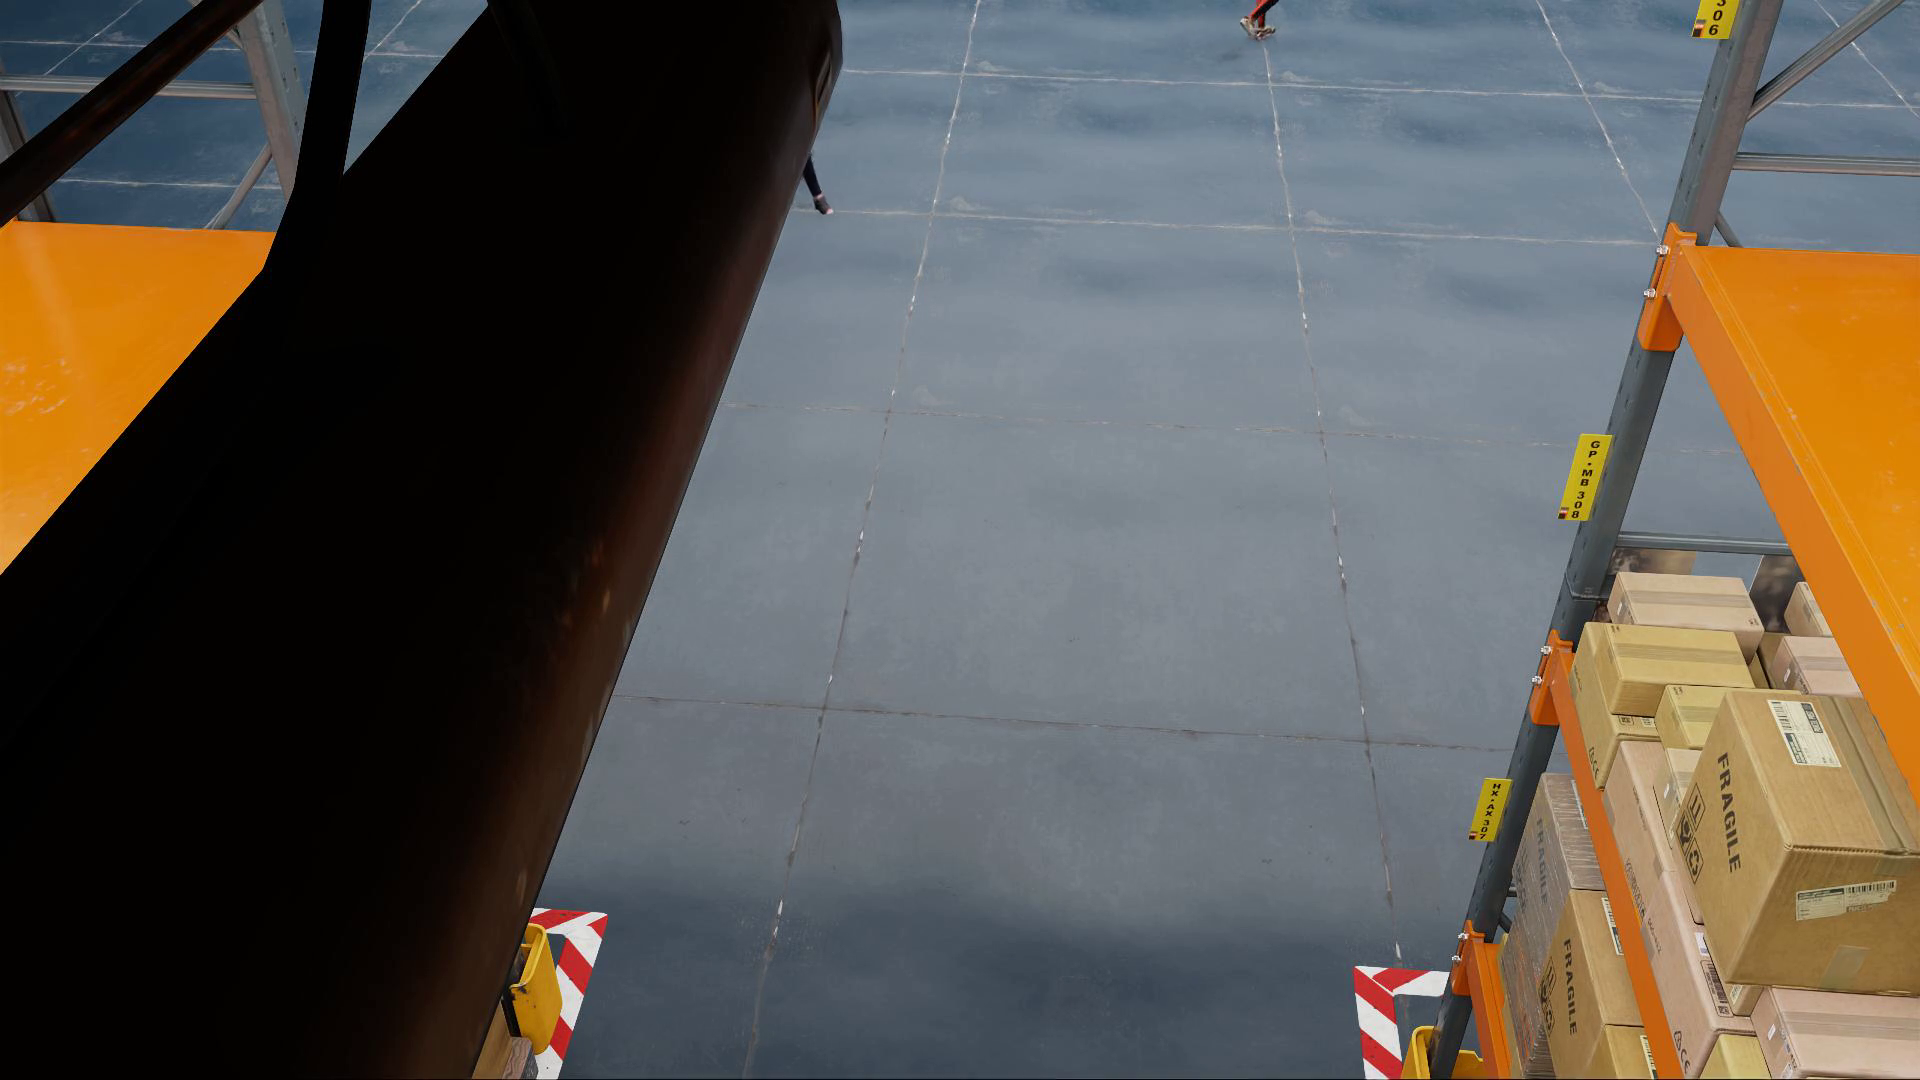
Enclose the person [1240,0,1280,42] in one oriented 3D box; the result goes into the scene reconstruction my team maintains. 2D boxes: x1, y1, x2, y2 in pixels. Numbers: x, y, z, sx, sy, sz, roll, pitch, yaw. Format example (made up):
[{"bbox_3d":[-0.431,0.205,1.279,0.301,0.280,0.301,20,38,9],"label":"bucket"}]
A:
[{"bbox_3d":[3.030,-5.790,16.442,0.985,1.795,0.933,-26,45,-29],"label":"person"}]
